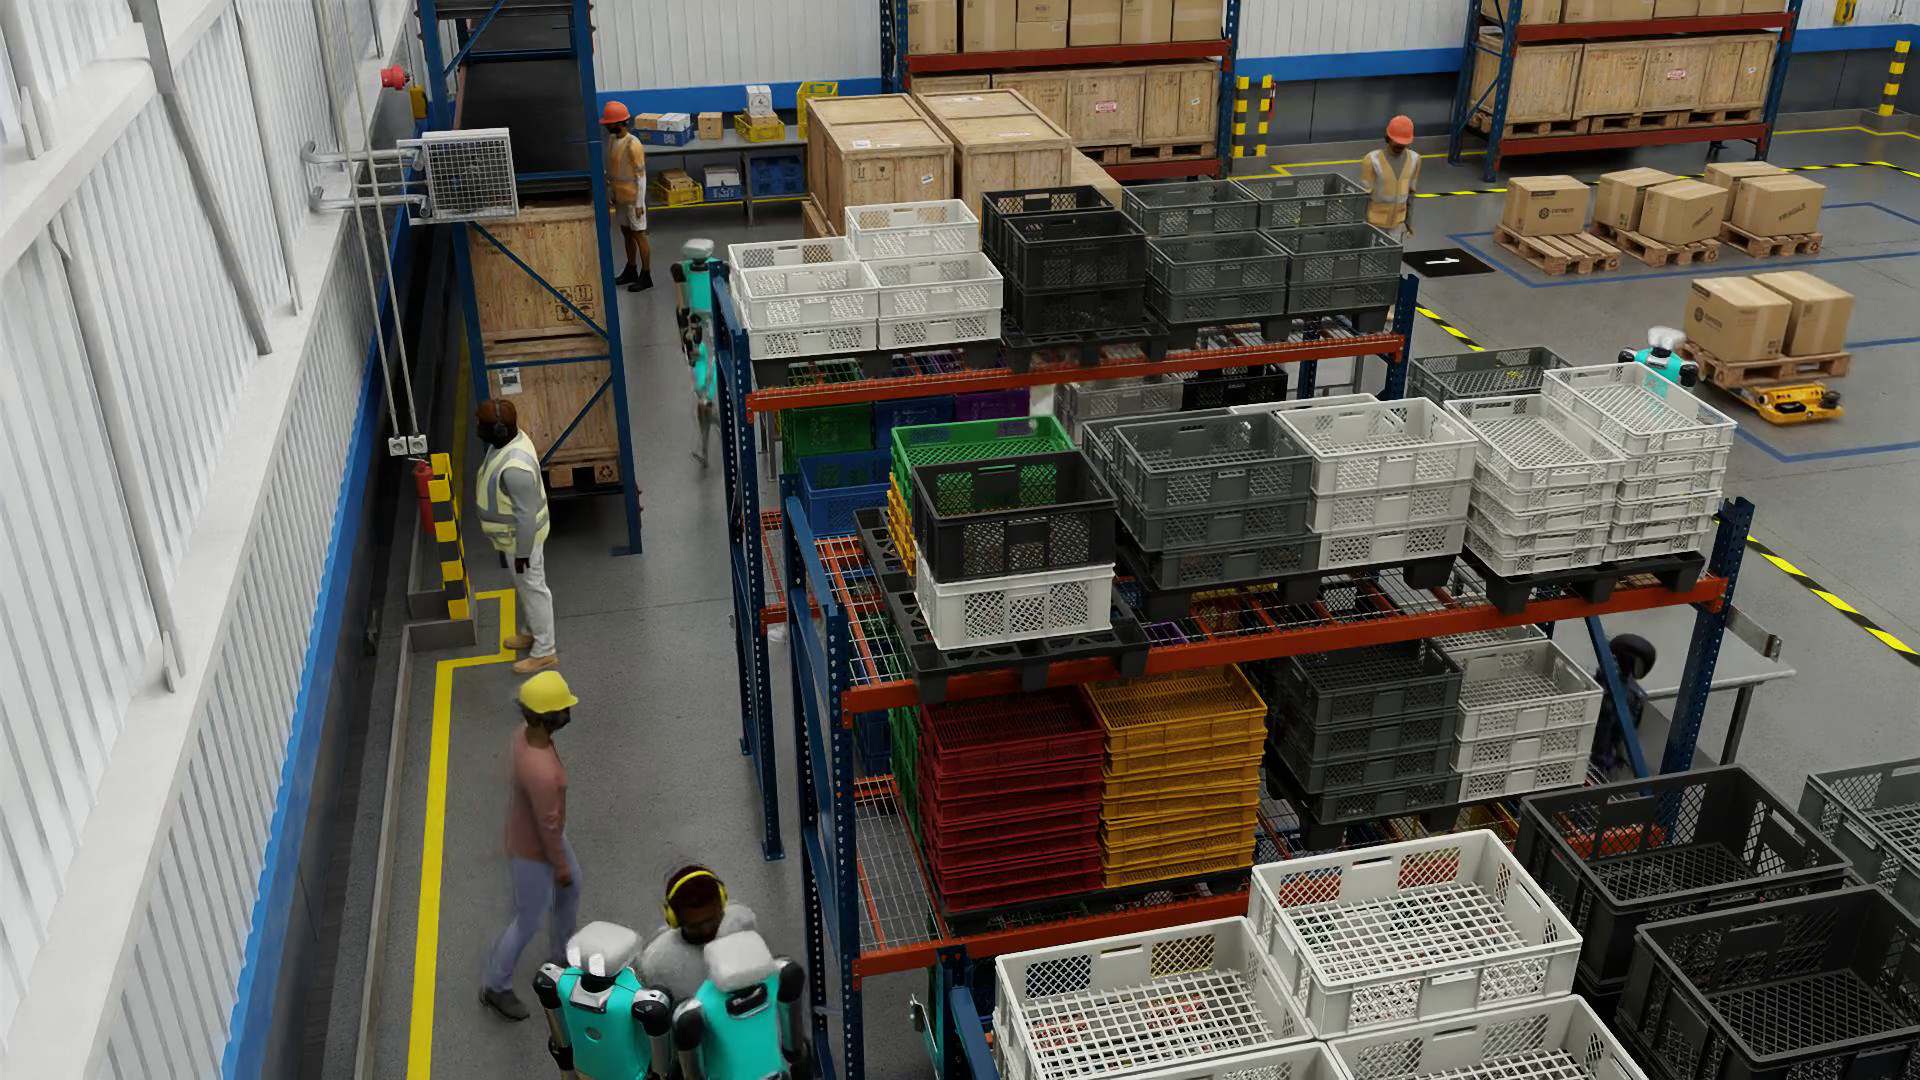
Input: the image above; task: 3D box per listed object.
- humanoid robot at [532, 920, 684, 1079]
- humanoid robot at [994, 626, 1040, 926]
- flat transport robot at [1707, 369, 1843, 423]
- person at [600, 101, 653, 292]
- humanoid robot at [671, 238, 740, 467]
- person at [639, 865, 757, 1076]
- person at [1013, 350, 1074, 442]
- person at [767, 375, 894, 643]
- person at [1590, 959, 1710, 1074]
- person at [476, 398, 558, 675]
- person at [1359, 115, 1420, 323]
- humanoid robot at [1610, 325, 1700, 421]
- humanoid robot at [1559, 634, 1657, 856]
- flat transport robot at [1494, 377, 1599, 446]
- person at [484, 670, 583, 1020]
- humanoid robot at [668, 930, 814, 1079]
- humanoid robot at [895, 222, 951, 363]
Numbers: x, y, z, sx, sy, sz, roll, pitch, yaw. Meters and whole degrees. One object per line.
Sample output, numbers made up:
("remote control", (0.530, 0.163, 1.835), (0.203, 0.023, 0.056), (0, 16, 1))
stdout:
("humanoid robot", (-1.213, 2.039, 6.459), (0.533, 1.677, 0.735), (9, 29, 16))
("humanoid robot", (0.281, 1.165, 8.319), (0.604, 1.659, 0.309), (24, 36, 37))
("flat transport robot", (7.054, -1.426, 14.723), (0.652, 0.197, 1.431), (-6, 28, -12))
("person", (-3.388, -3.482, 16.871), (0.372, 1.932, 0.542), (-22, 35, -35))
("humanoid robot", (-2.087, -1.437, 13.233), (0.564, 1.769, 0.933), (6, 28, 11))
("person", (-0.927, 2.047, 6.467), (0.539, 1.848, 0.485), (-16, 32, -28))
("person", (0.586, -0.567, 11.476), (0.935, 1.807, 0.588), (-19, 33, -31))
("person", (-0.814, -0.147, 10.610), (0.969, 1.874, 0.595), (-19, 33, -32))
("person", (2.359, 2.206, 5.977), (0.569, 2.024, 0.610), (-3, 28, -5))
("person", (-2.781, -0.031, 10.418), (0.431, 1.844, 0.622), (-9, 29, -17))
("person", (4.096, -3.063, 15.969), (0.604, 2.033, 0.391), (-7, 29, -13))
("humanoid robot", (4.888, -0.776, 11.802), (0.533, 1.675, 0.735), (16, 32, 28))
("humanoid robot", (3.220, 1.149, 8.368), (0.497, 1.639, 0.605), (14, 31, 25))
("flat transport robot", (4.780, -1.036, 14.013), (0.659, 0.231, 1.431), (-6, 28, -12))
("person", (-2.033, 1.414, 7.795), (0.638, 1.724, 0.541), (-8, 29, -15))
("humanoid robot", (-0.598, 2.345, 6.061), (0.555, 1.790, 0.937), (-20, 34, -33))
("humanoid robot", (-0.223, -1.841, 13.948), (1.010, 1.729, 0.550), (-7, 29, -13))
